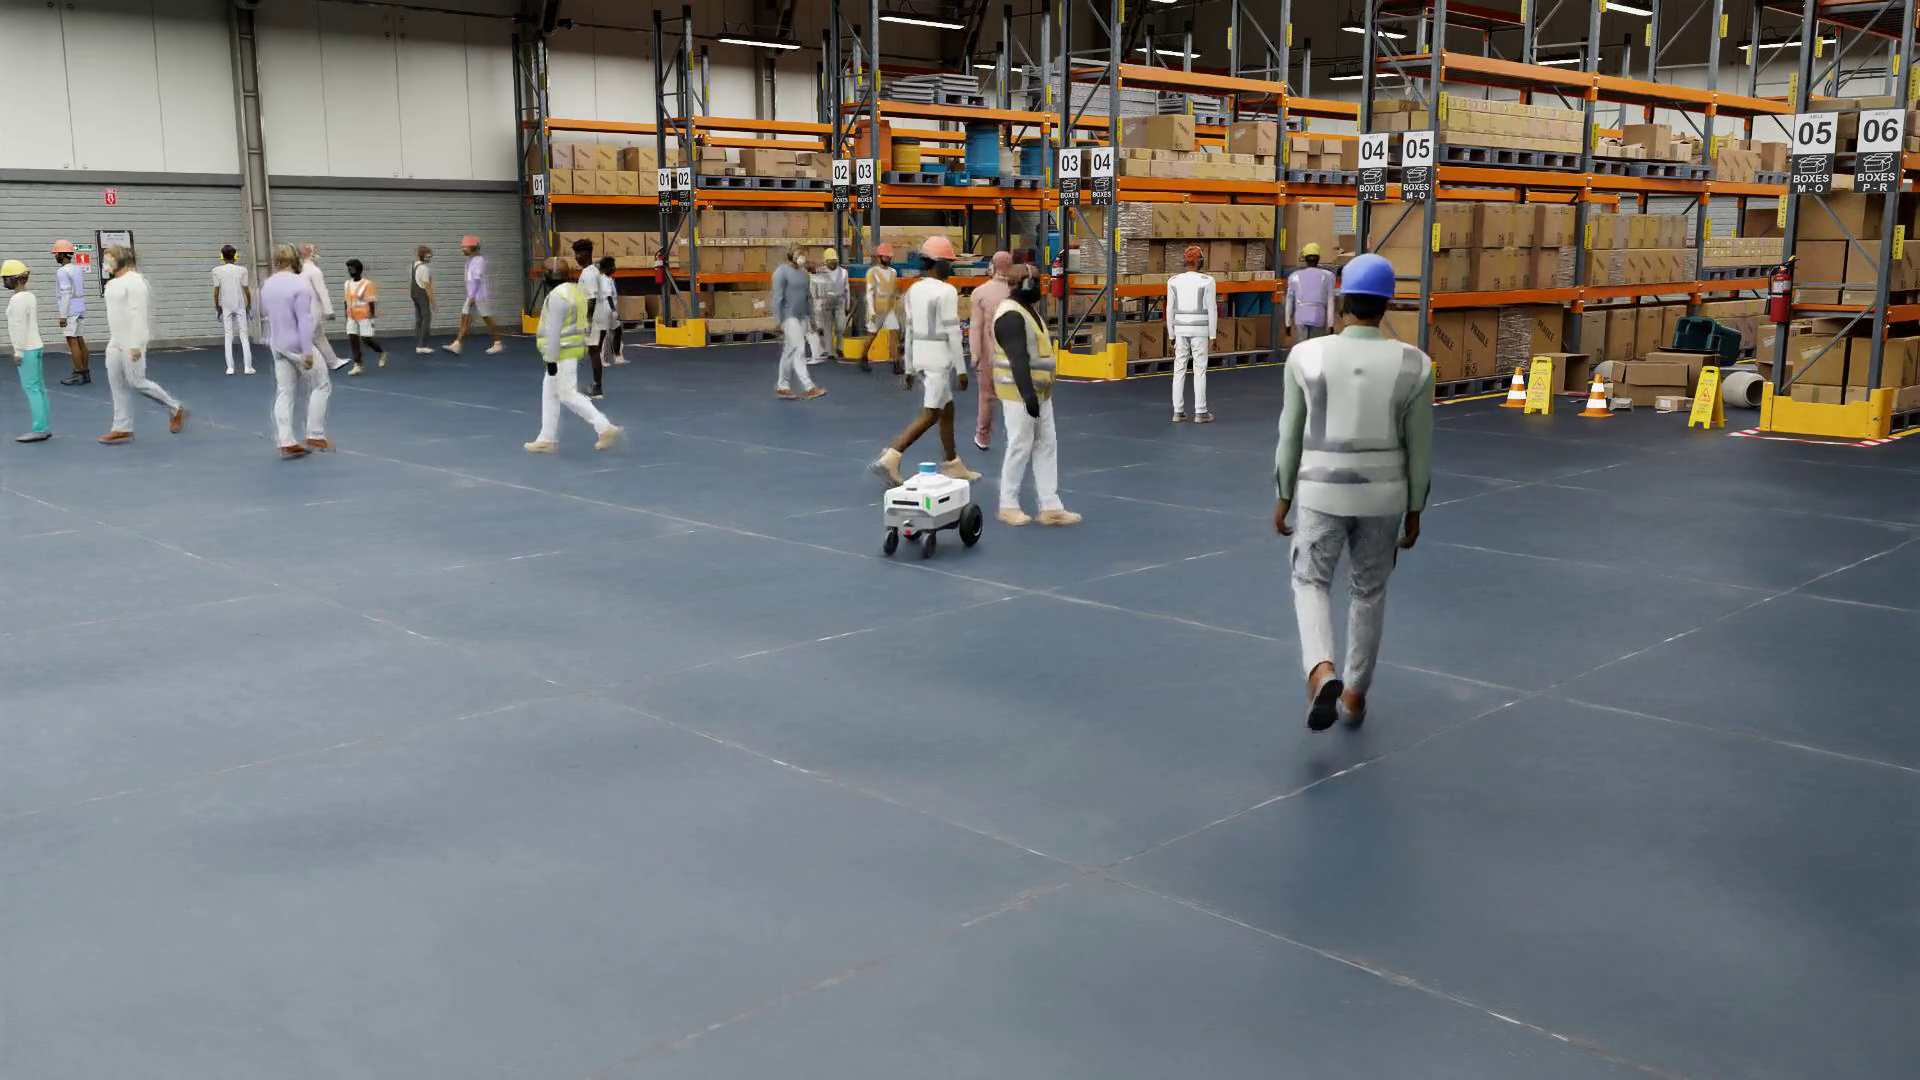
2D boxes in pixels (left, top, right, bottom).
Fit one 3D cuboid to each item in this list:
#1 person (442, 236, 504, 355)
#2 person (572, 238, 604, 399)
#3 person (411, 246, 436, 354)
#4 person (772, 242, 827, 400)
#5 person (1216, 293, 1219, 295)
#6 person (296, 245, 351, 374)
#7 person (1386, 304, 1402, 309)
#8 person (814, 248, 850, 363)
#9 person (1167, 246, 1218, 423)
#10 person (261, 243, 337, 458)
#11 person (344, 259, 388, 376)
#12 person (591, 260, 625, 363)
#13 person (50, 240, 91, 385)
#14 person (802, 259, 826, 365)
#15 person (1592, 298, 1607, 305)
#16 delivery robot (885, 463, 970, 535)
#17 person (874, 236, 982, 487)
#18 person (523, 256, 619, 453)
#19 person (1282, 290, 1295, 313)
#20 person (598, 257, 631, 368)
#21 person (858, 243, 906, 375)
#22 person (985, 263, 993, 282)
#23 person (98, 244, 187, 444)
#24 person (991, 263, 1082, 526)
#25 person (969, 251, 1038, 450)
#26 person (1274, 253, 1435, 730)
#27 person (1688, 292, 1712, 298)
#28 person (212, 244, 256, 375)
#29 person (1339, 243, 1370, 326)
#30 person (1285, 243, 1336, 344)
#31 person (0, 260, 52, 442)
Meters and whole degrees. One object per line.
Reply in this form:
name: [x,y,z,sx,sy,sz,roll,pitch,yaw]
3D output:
person: [-8.207,-4.112,28.002,1.052,1.987,0.611,-9,14,-40]
person: [-4.578,-2.729,20.532,0.368,1.959,0.602,-2,11,-11]
person: [-9.149,-4.068,28.241,0.430,1.817,0.632,-9,14,-42]
person: [-1.907,-2.657,20.272,0.900,1.906,0.655,5,12,27]
person: [5.989,-6.092,38.913,0.408,1.959,0.855,5,12,27]
person: [-9.349,-3.352,24.197,0.671,1.849,0.994,10,14,43]
person: [6.527,-3.667,25.872,0.799,1.866,0.753,6,12,31]
person: [-2.014,-3.711,26.324,0.598,1.806,0.424,-3,11,-17]
person: [2.508,-2.217,17.948,0.575,1.883,0.355,6,12,30]
person: [-5.984,-1.720,15.110,0.644,1.920,0.655,6,12,30]
person: [-8.625,-3.225,24.041,0.534,1.672,0.577,4,11,22]
person: [-5.606,-3.624,26.336,0.518,1.615,0.682,10,14,43]
person: [-12.050,-3.080,22.504,0.356,1.936,0.551,-1,10,-6]
person: [-2.322,-3.547,25.911,0.384,1.626,0.534,0,10,0]
person: [11.651,-4.460,30.278,0.437,1.847,0.691,1,10,4]
delivery robot: [-0.208,-0.256,10.722,0.477,0.478,0.707,4,12,22]
person: [-0.268,-1.407,13.239,1.007,2.008,0.638,-6,12,-31]
person: [-3.617,-1.705,15.363,0.863,1.814,0.632,0,10,-3]
person: [7.378,-5.782,37.614,0.873,1.792,0.621,-10,14,-43]
person: [-5.299,-3.467,25.335,0.661,1.674,0.541,-1,10,-4]
person: [-1.165,-3.385,24.320,0.557,1.893,1.013,-8,13,-36]
person: [0.484,-3.096,23.421,0.286,1.633,0.498,2,11,12]
person: [-8.045,-1.915,16.190,0.635,1.922,0.756,8,13,36]
person: [0.516,-0.990,11.478,0.613,1.801,0.727,4,11,23]
person: [0.392,-1.710,15.276,0.670,1.852,1.017,-2,11,-12]
person: [1.573,-0.171,6.649,0.621,1.931,0.699,2,11,9]
person: [15.571,-5.312,34.785,0.590,1.899,0.796,-6,12,-31]
person: [-10.527,-3.340,24.113,0.510,1.871,0.329,-3,11,-17]
person: [6.051,-3.582,25.308,0.563,1.908,0.523,1,10,6]
person: [4.359,-2.724,20.671,0.612,1.890,0.806,3,11,18]
person: [-9.163,-1.850,16.272,0.331,1.765,0.533,-3,11,-15]
